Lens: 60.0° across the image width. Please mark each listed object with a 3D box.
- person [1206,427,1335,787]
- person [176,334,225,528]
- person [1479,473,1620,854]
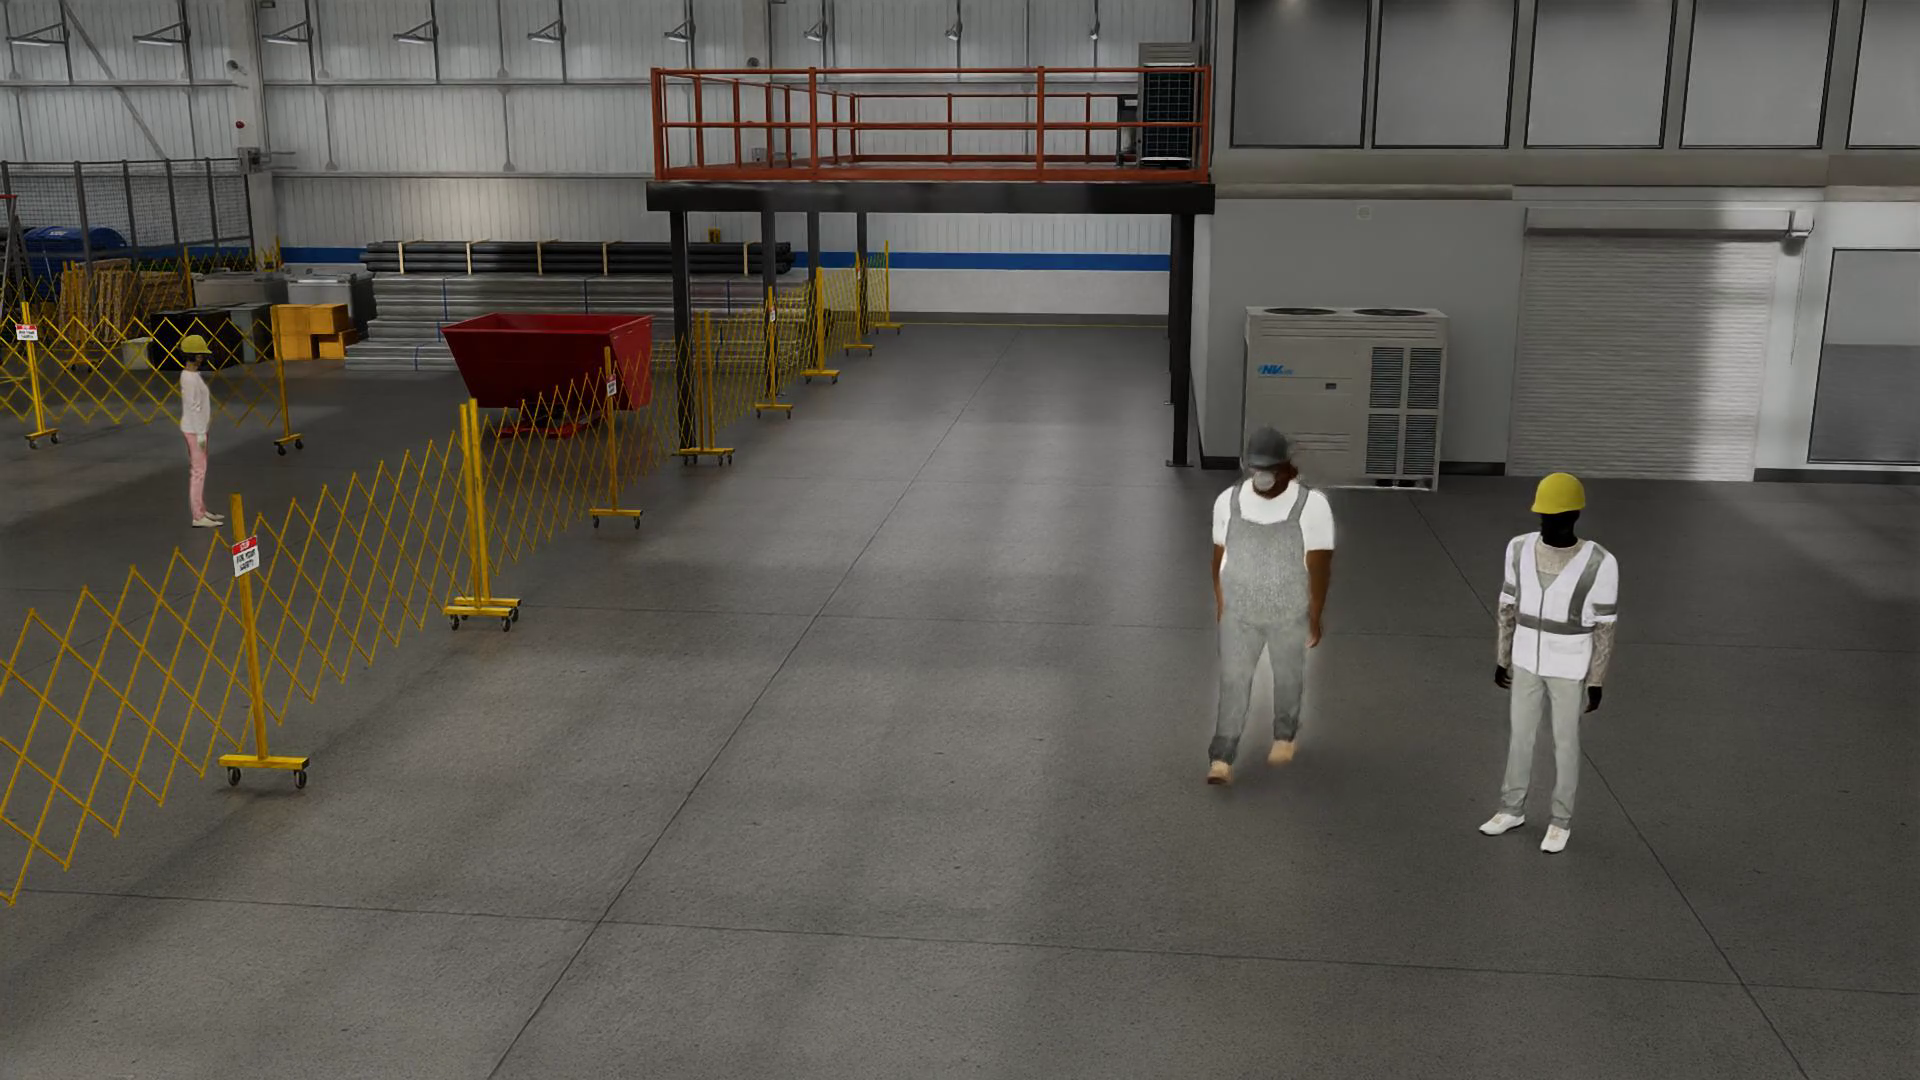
[{"bbox_3d":[1.679,0.342,9.142,0.684,2.000,1.012,5,15,19],"label":"person"},{"bbox_3d":[-6.945,-1.000,15.202,0.321,1.766,0.532,-7,15,-26],"label":"person"},{"bbox_3d":[2.940,0.608,8.291,0.386,1.927,0.589,-13,19,-43],"label":"person"}]
